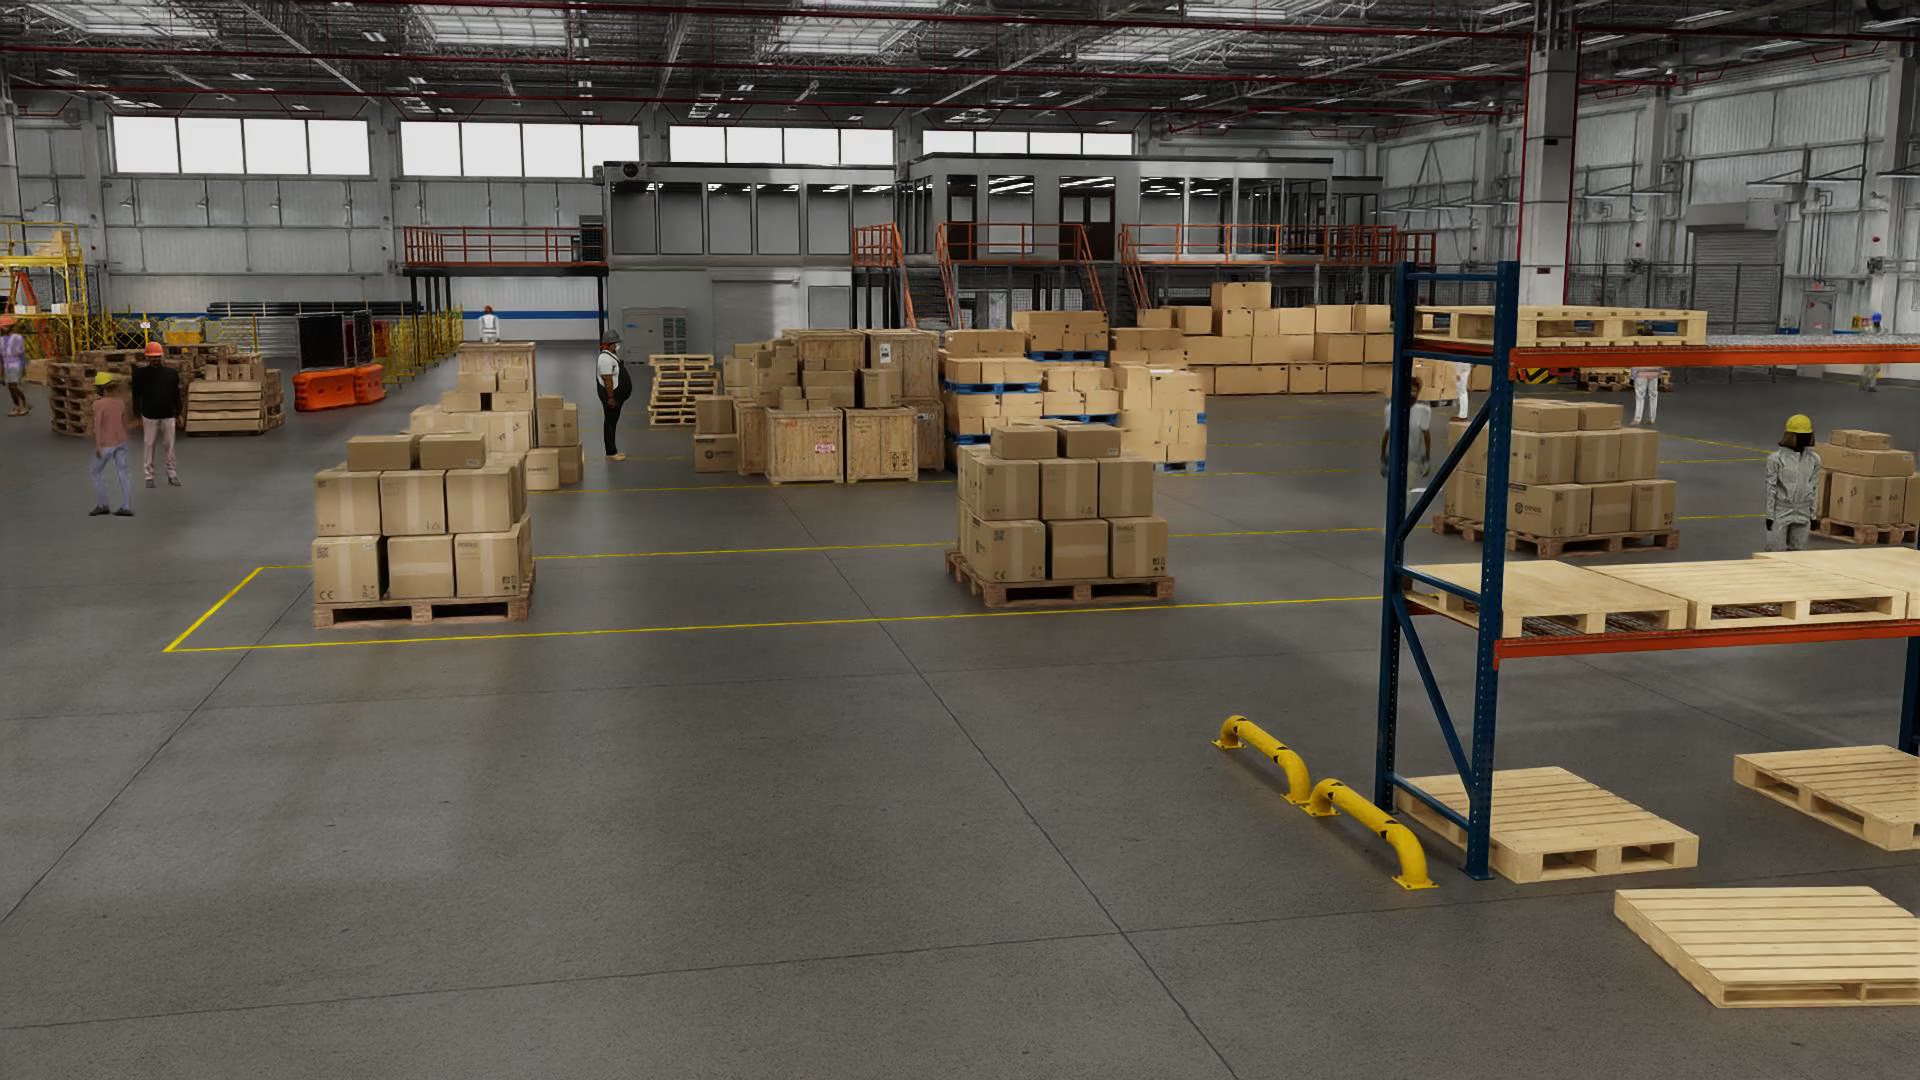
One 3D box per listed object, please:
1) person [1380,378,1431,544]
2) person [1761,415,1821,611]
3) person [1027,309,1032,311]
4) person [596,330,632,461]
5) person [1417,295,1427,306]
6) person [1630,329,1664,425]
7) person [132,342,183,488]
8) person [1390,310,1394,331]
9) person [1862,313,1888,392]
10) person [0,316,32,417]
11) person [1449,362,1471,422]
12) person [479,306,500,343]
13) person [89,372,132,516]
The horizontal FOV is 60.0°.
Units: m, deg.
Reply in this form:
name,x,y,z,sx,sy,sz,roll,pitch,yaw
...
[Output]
name,x,y,z,sx,sy,sz,roll,pitch,yaw
person,4.838,-0.850,18.053,0.496,1.813,0.967,1,9,6
person,7.196,-0.215,14.392,0.487,1.744,0.294,-1,9,-7
person,1.778,-4.903,42.391,0.544,1.933,0.376,2,9,9
person,-5.387,-2.261,25.957,0.539,2.000,0.689,-2,9,-10
person,17.220,-8.156,62.094,0.614,1.973,0.835,-4,10,-23
person,13.078,-3.102,31.711,0.623,1.839,0.429,-1,9,-4
person,-10.967,-1.713,22.761,0.621,1.990,0.391,-7,12,-37
person,11.775,-5.347,45.387,0.621,1.840,0.430,3,10,19
person,22.025,-4.508,40.035,0.614,1.916,0.449,-1,9,-5
person,-19.059,-3.477,33.419,0.633,2.023,0.425,4,10,23
person,9.757,-3.258,32.399,0.387,1.932,0.623,3,10,17
person,-14.315,-6.194,50.604,0.595,1.828,1.025,-2,10,-13
person,-10.309,-1.153,20.066,0.622,1.743,0.556,3,10,17
